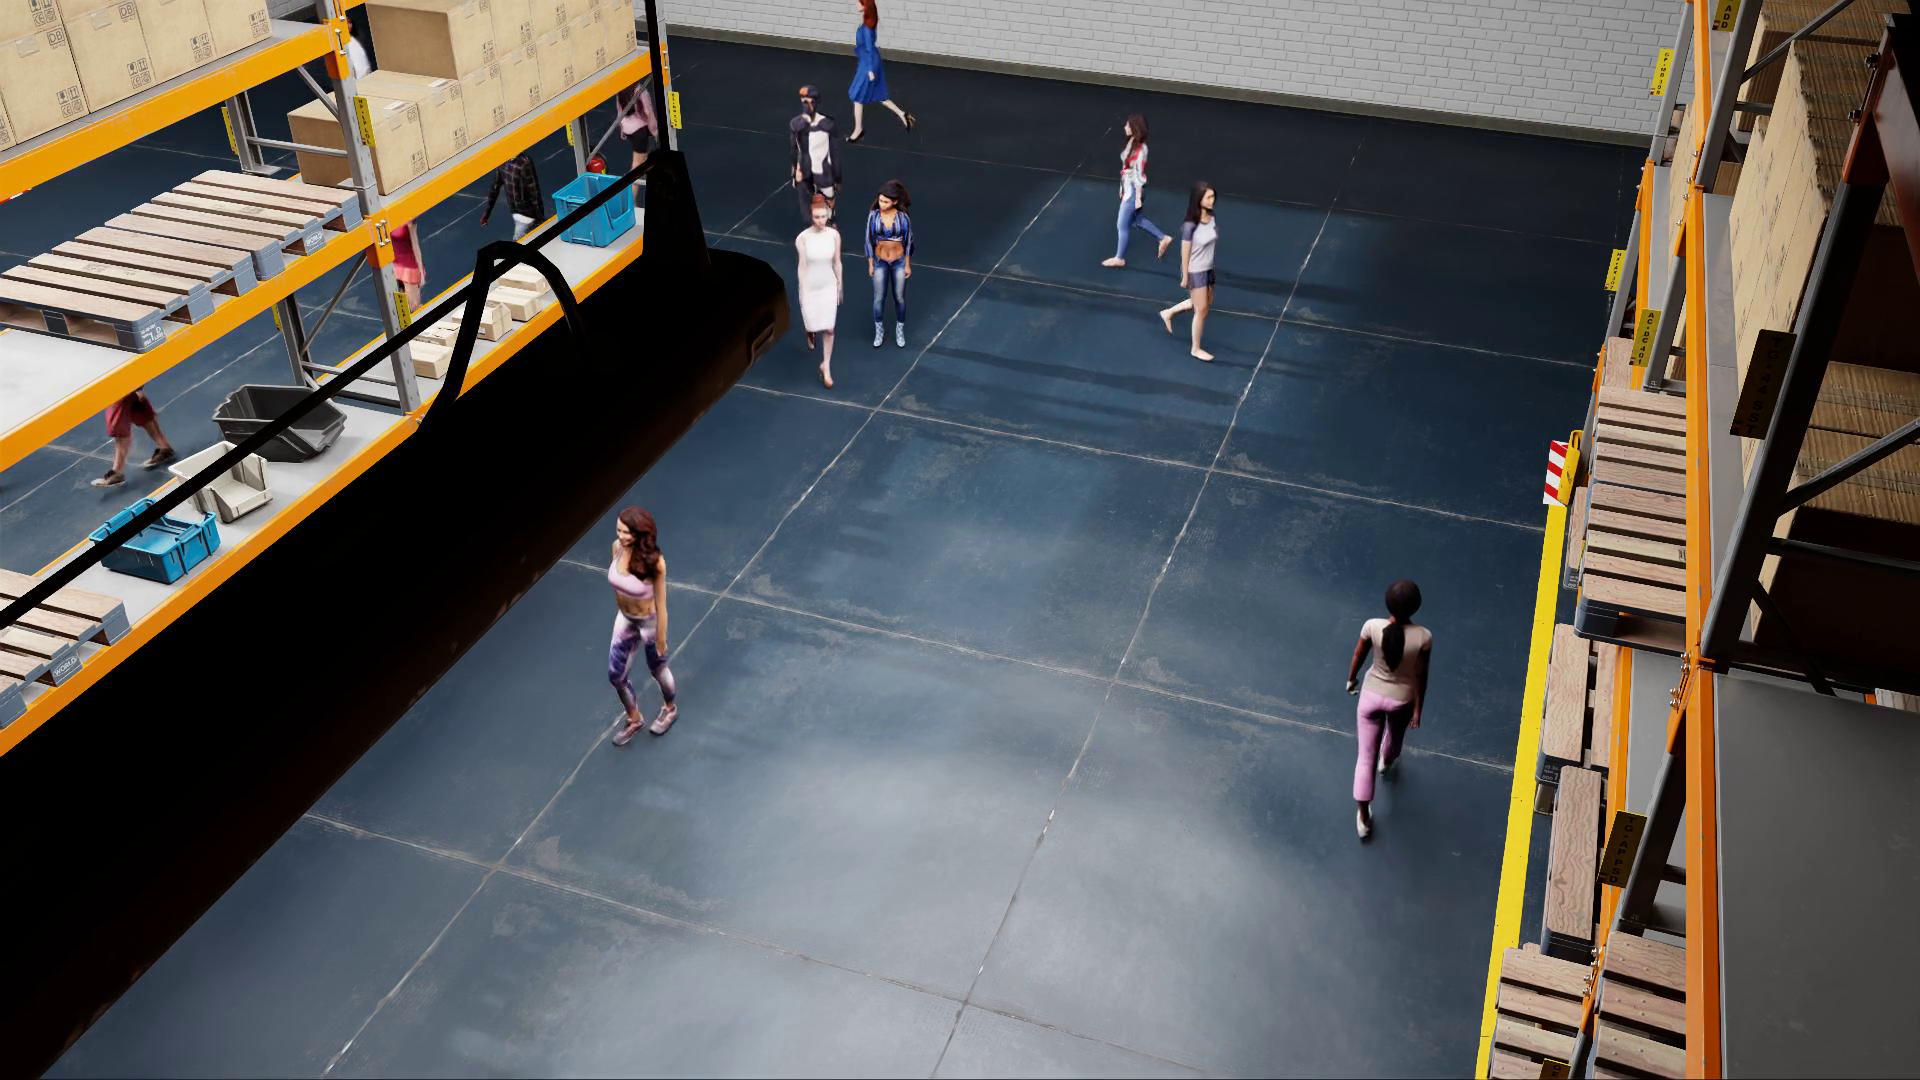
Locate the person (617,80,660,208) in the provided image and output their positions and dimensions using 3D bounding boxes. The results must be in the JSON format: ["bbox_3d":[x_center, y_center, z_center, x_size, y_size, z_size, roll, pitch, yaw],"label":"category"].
[{"bbox_3d":[-3.530,-4.301,17.789,0.887,1.790,0.809,-29,43,-36],"label":"person"}]

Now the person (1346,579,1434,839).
[{"bbox_3d":[2.511,1.027,9.850,0.632,1.704,1.075,10,35,15],"label":"person"}]

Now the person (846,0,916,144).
[{"bbox_3d":[-0.981,-5.549,19.658,0.822,1.800,1.058,4,34,6],"label":"person"}]

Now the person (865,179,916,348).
[{"bbox_3d":[-0.643,-2.541,15.295,0.662,1.620,0.640,2,34,2],"label":"person"}]

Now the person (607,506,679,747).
[{"bbox_3d":[-1.968,0.500,10.604,0.687,1.748,0.784,18,38,25],"label":"person"}]

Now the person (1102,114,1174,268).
[{"bbox_3d":[1.840,-3.507,16.773,0.913,1.593,0.998,-3,34,-4],"label":"person"}]

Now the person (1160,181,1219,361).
[{"bbox_3d":[2.108,-2.476,15.139,0.814,1.684,0.894,24,40,31],"label":"person"}]

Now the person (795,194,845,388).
[{"bbox_3d":[-1.264,-2.214,14.656,0.823,1.781,0.909,-10,35,-15],"label":"person"}]

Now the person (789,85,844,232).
[{"bbox_3d":[-1.423,-3.656,16.758,0.876,1.856,1.246,3,34,5],"label":"person"}]
